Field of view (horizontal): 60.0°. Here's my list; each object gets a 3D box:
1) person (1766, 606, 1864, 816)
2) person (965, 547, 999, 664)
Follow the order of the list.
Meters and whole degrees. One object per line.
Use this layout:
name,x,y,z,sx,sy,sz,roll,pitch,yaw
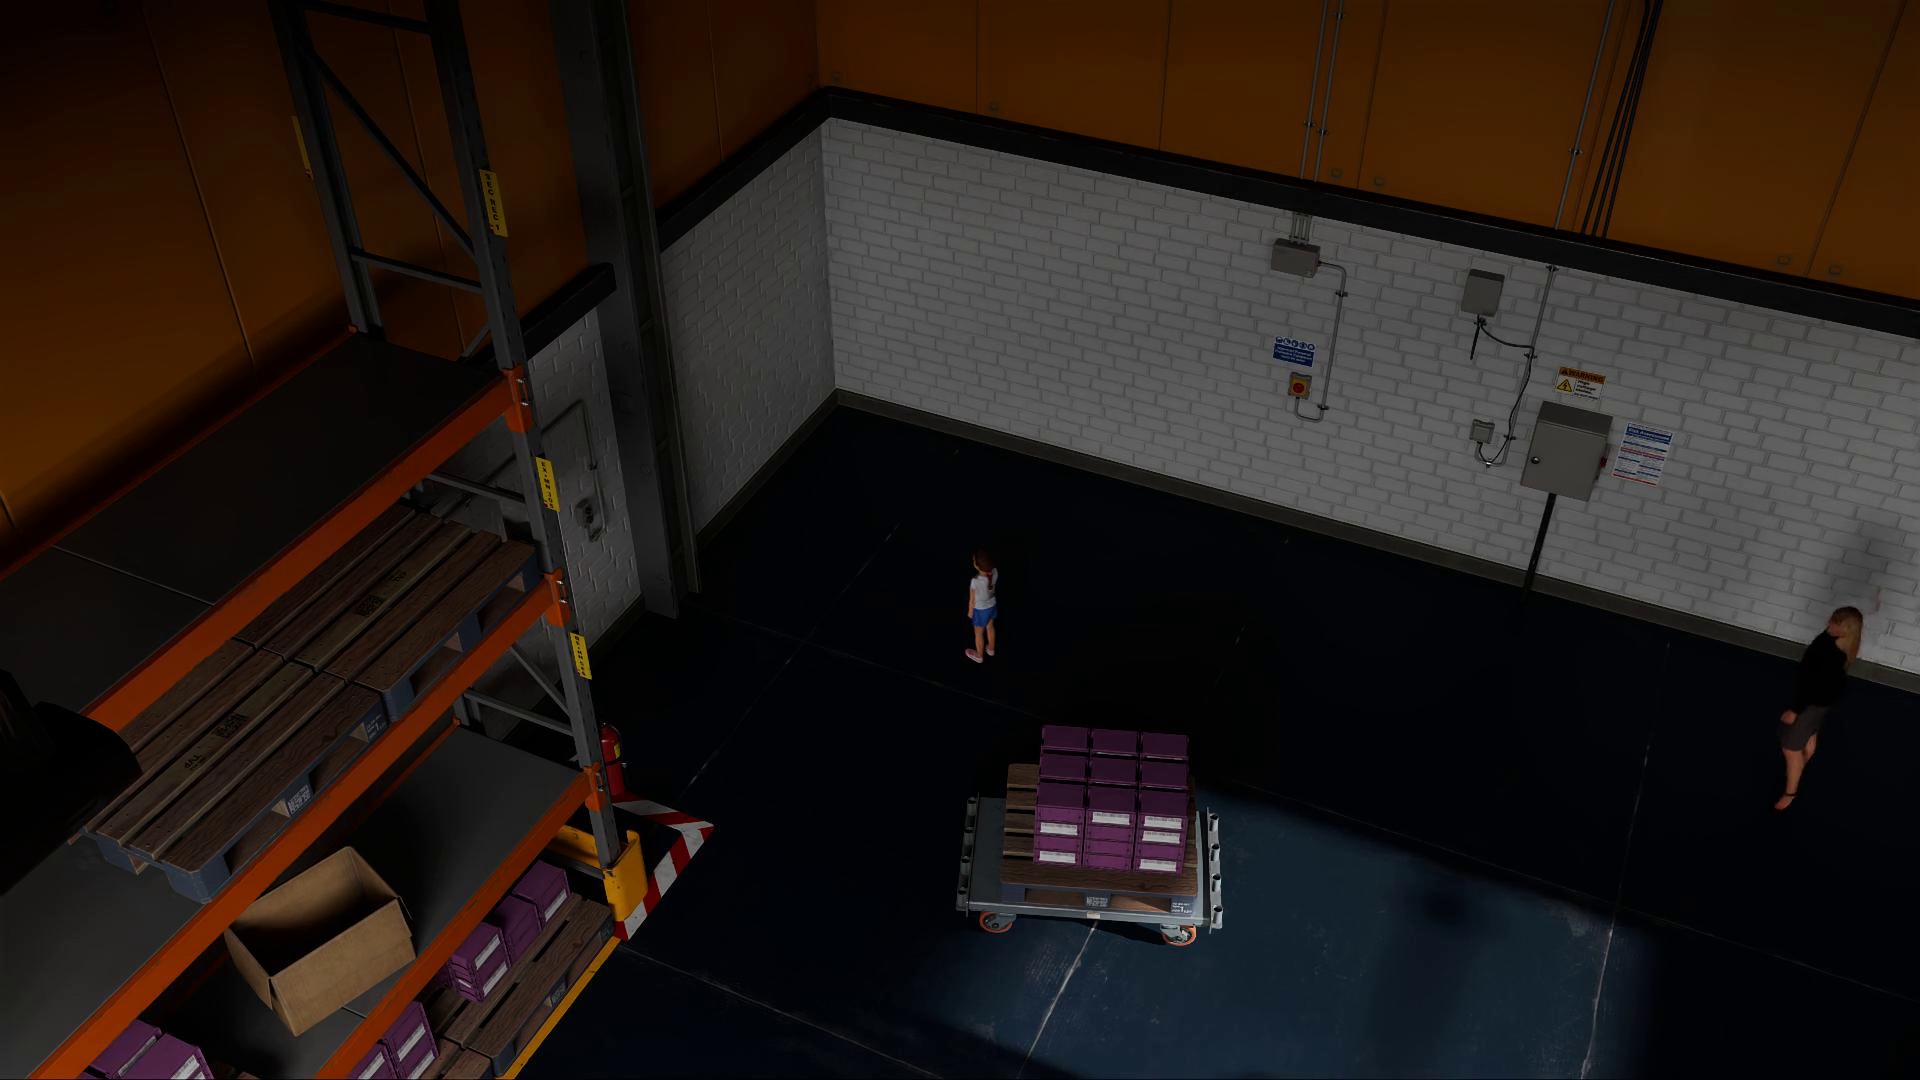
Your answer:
person,5.665,1.045,10.936,0.563,1.807,0.786,-28,46,-30
person,0.173,0.476,12.280,0.520,1.020,0.423,30,47,32
